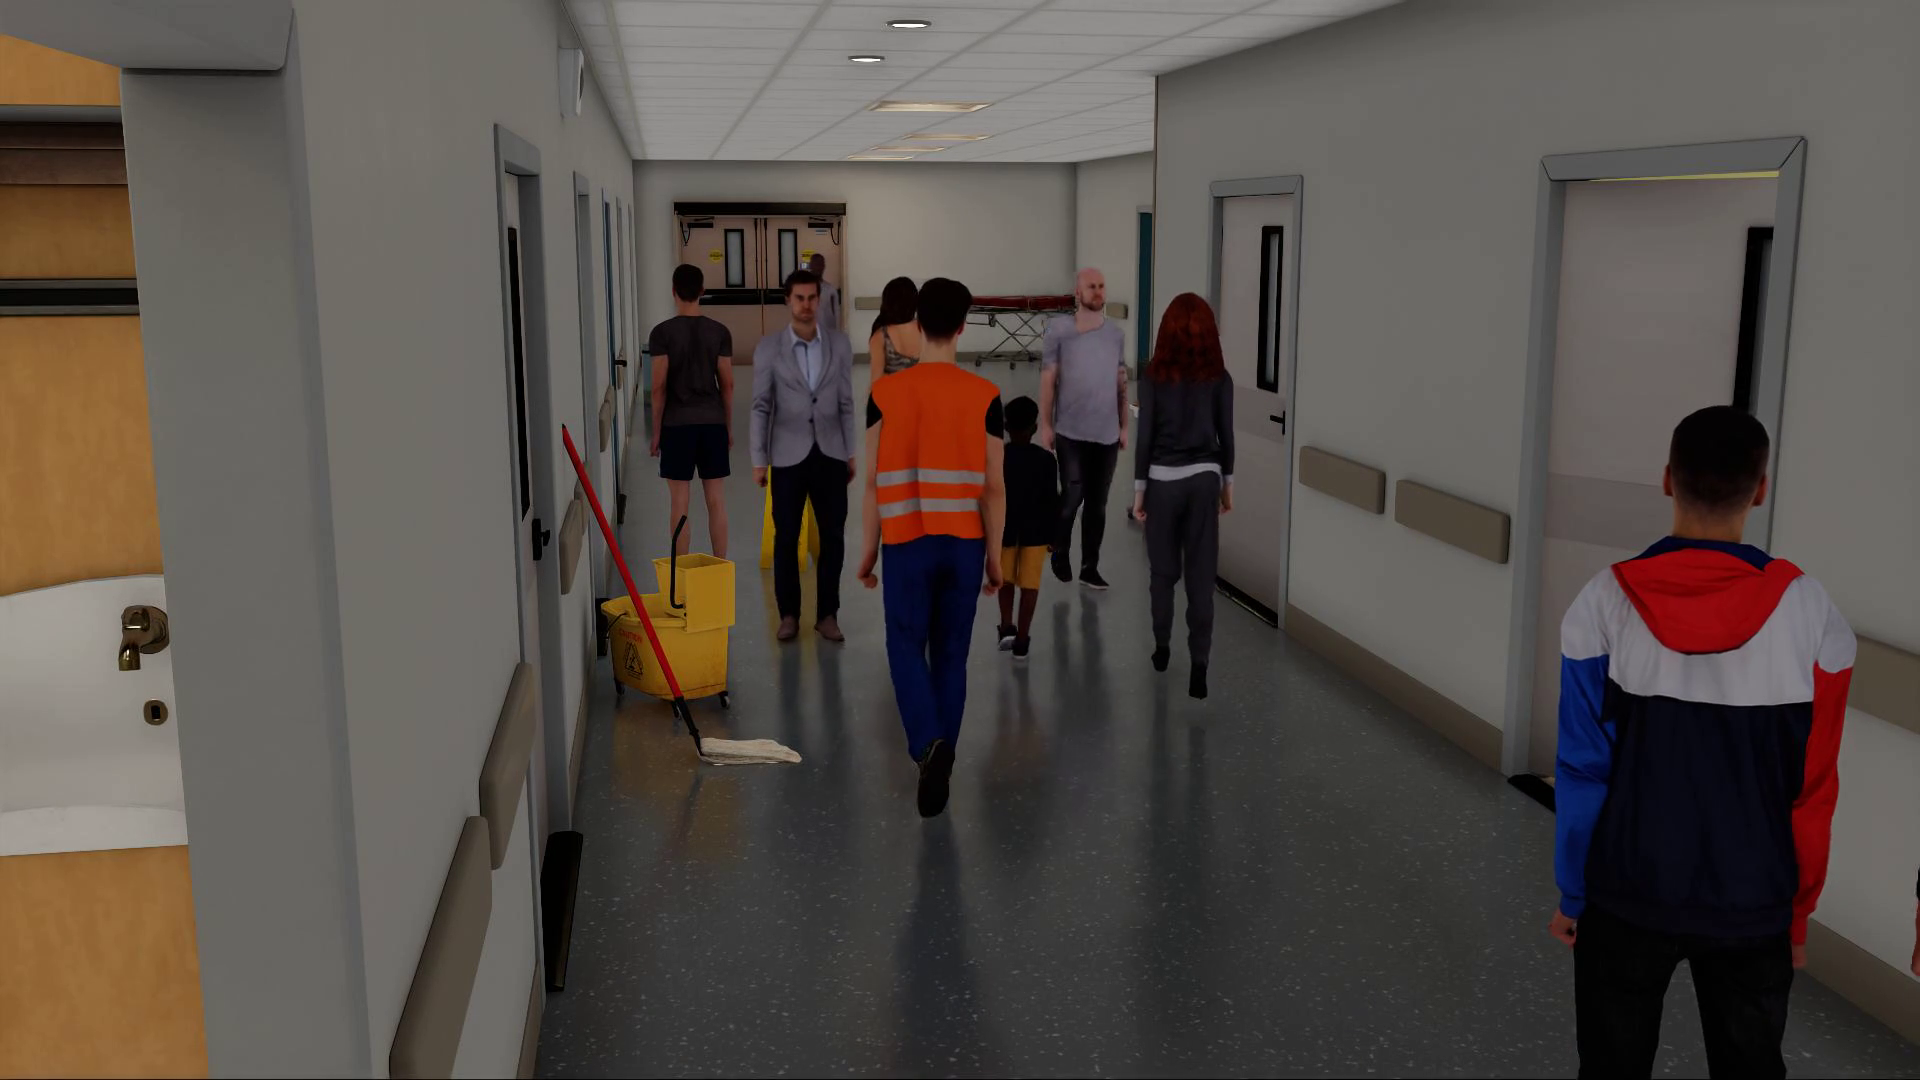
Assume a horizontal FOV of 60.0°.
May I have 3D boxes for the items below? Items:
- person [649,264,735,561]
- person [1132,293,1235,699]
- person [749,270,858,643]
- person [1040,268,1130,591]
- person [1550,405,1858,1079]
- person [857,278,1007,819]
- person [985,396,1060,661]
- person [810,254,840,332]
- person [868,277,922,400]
[{"bbox_3d":[-1.500,-0.617,9.355,0.705,1.853,0.656,-6,12,-27],"label":"person"},{"bbox_3d":[0.983,-0.157,7.234,0.795,1.741,1.211,1,11,4],"label":"person"},{"bbox_3d":[-0.777,-0.434,8.414,0.724,1.845,0.660,-2,11,-11],"label":"person"},{"bbox_3d":[0.681,-0.635,9.511,0.749,1.830,0.729,-4,12,-22],"label":"person"},{"bbox_3d":[1.327,0.630,3.045,0.709,1.756,0.690,3,11,15],"label":"person"},{"bbox_3d":[-0.094,0.048,5.819,0.710,1.865,1.047,-1,11,-6],"label":"person"},{"bbox_3d":[0.287,-0.043,7.917,0.582,1.263,0.622,1,11,4],"label":"person"},{"bbox_3d":[-1.512,-2.073,17.354,0.757,1.733,1.210,0,11,-1],"label":"person"},{"bbox_3d":[-0.291,-0.662,9.977,0.743,1.711,1.229,-3,11,-18],"label":"person"}]
